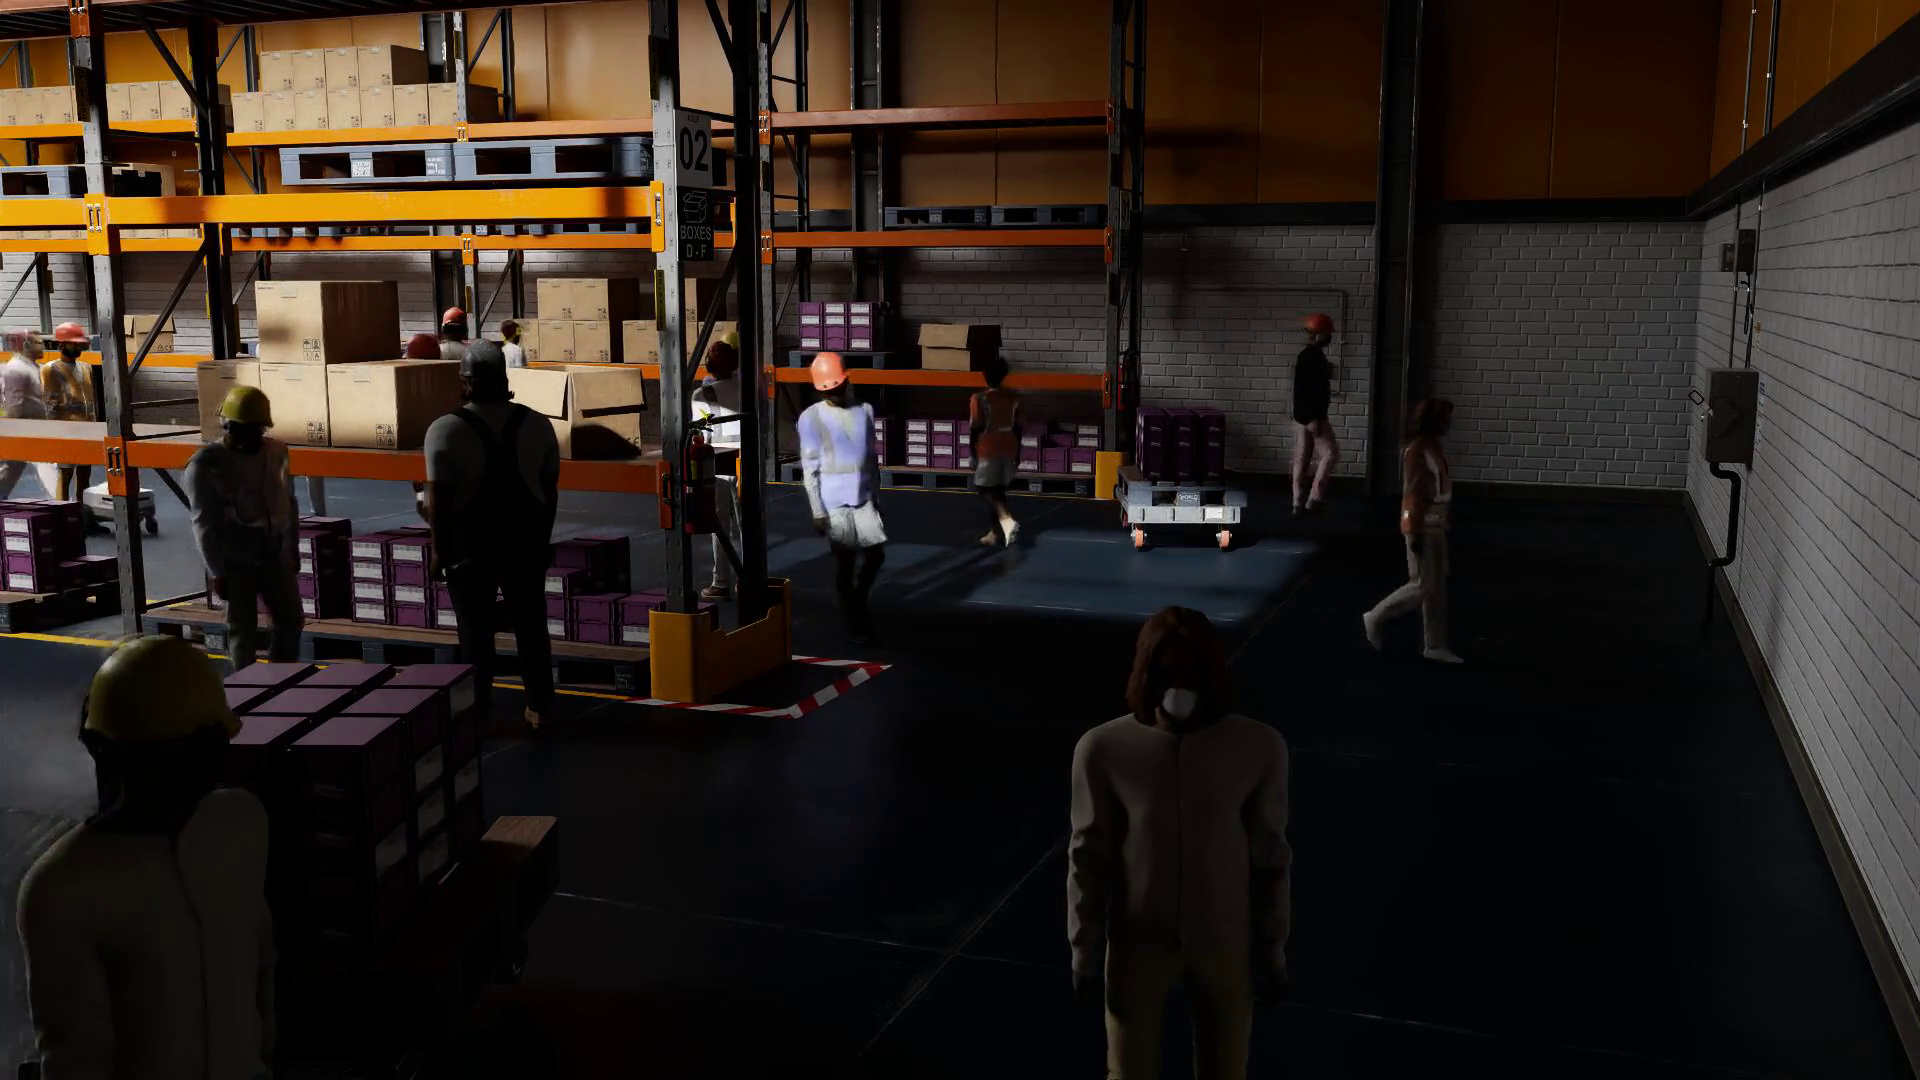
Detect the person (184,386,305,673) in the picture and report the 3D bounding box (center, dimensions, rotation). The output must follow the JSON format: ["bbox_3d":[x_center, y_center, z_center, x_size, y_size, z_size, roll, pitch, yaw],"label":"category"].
[{"bbox_3d":[-3.681,0.093,8.653,0.496,1.790,0.616,7,11,38],"label":"person"}]

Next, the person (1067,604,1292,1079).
[{"bbox_3d":[0.500,0.945,3.829,0.509,1.624,0.278,0,9,2],"label":"person"}]

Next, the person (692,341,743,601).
[{"bbox_3d":[-1.690,-0.499,12.074,0.573,1.886,0.356,-7,12,-39],"label":"person"}]

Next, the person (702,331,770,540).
[{"bbox_3d":[-1.929,-0.874,14.472,0.601,1.882,1.006,-3,10,-20],"label":"person"}]

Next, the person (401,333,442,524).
[{"bbox_3d":[-3.960,-0.581,12.462,0.398,1.923,0.571,0,9,-1],"label":"person"}]

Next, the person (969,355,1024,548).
[{"bbox_3d":[0.352,-0.742,14.246,0.534,1.680,0.677,-5,10,-30],"label":"person"}]

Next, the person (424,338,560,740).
[{"bbox_3d":[-2.410,-0.011,8.527,0.673,2.000,0.536,-6,11,-33],"label":"person"}]

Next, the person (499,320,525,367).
[{"bbox_3d":[-5.155,-1.594,19.115,0.367,1.839,0.640,-8,12,-40],"label":"person"}]

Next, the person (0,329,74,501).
[{"bbox_3d":[-8.828,-1.075,15.817,1.013,1.848,0.665,-3,10,-20],"label":"person"}]

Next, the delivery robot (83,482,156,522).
[{"bbox_3d":[-7.654,-0.367,15.121,0.707,0.478,0.477,6,11,33],"label":"delivery robot"}]

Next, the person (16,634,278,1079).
[{"bbox_3d":[-1.374,1.025,2.929,0.400,1.755,0.524,5,10,27],"label":"person"}]

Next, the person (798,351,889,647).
[{"bbox_3d":[-0.712,-0.245,10.458,0.616,1.890,0.392,-7,11,-37],"label":"person"}]

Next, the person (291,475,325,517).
[{"bbox_3d":[-6.150,-0.998,15.382,0.627,1.837,0.429,-6,11,-31],"label":"person"}]

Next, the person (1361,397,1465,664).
[{"bbox_3d":[2.791,-0.057,10.094,0.546,1.622,0.533,6,11,34],"label":"person"}]

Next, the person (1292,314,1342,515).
[{"bbox_3d":[3.520,-1.213,16.261,0.566,1.976,0.646,-1,9,-7],"label":"person"}]

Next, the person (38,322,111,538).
[{"bbox_3d":[-7.952,-0.983,14.946,0.350,1.941,0.545,2,9,14],"label":"person"}]

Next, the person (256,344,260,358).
[{"bbox_3d":[-7.863,-1.695,19.330,0.368,1.966,0.603,8,12,43],"label":"person"}]

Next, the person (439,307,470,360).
[{"bbox_3d":[-4.929,-1.257,16.343,0.613,2.041,0.393,-4,10,-21],"label":"person"}]
